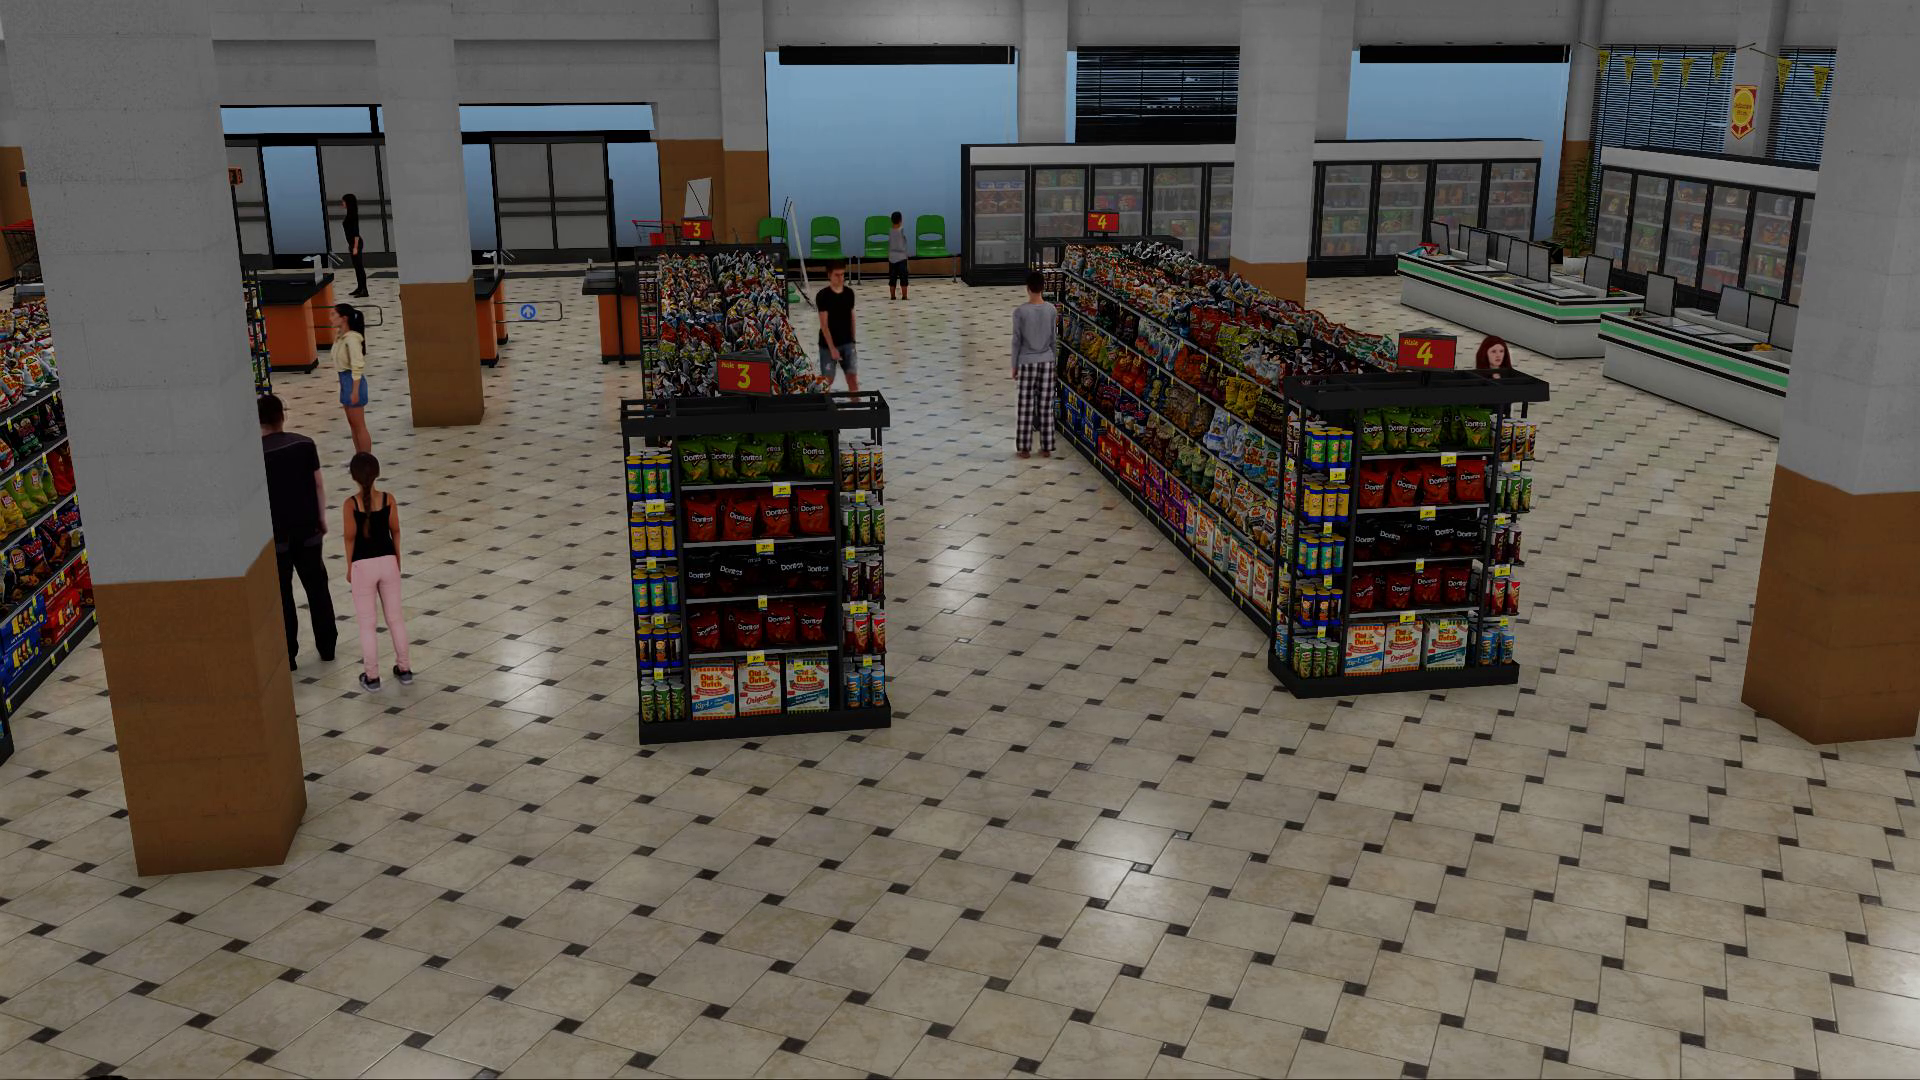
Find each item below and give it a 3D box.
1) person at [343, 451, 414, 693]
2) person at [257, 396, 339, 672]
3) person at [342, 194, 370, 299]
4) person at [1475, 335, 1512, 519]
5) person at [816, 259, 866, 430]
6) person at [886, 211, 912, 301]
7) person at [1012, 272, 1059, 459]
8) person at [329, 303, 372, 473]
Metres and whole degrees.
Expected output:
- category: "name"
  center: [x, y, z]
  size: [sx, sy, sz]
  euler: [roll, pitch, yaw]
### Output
- category: "person"
  center: [-3.752, 0.195, 10.666]
  size: [0.586, 1.563, 0.622]
  euler: [-13, 21, -37]
- category: "person"
  center: [-4.448, -0.055, 11.005]
  size: [0.805, 1.844, 0.790]
  euler: [-14, 22, -38]
- category: "person"
  center: [-9.758, -4.761, 26.852]
  size: [0.699, 1.642, 0.559]
  euler: [-10, 20, -30]
- category: "person"
  center: [4.241, -0.763, 13.438]
  size: [0.581, 1.787, 0.559]
  euler: [-4, 17, -14]
- category: "person"
  center: [-1.372, -2.075, 17.719]
  size: [0.950, 1.810, 1.194]
  euler: [-11, 20, -33]
- category: "person"
  center: [-0.991, -4.575, 26.558]
  size: [0.621, 1.456, 0.593]
  euler: [2, 17, 7]
- category: "person"
  center: [0.763, -1.739, 16.553]
  size: [0.602, 1.843, 0.530]
  euler: [-3, 17, -9]
- category: "person"
  center: [-5.863, -1.479, 16.062]
  size: [0.771, 1.631, 0.623]
  euler: [-10, 19, -29]
